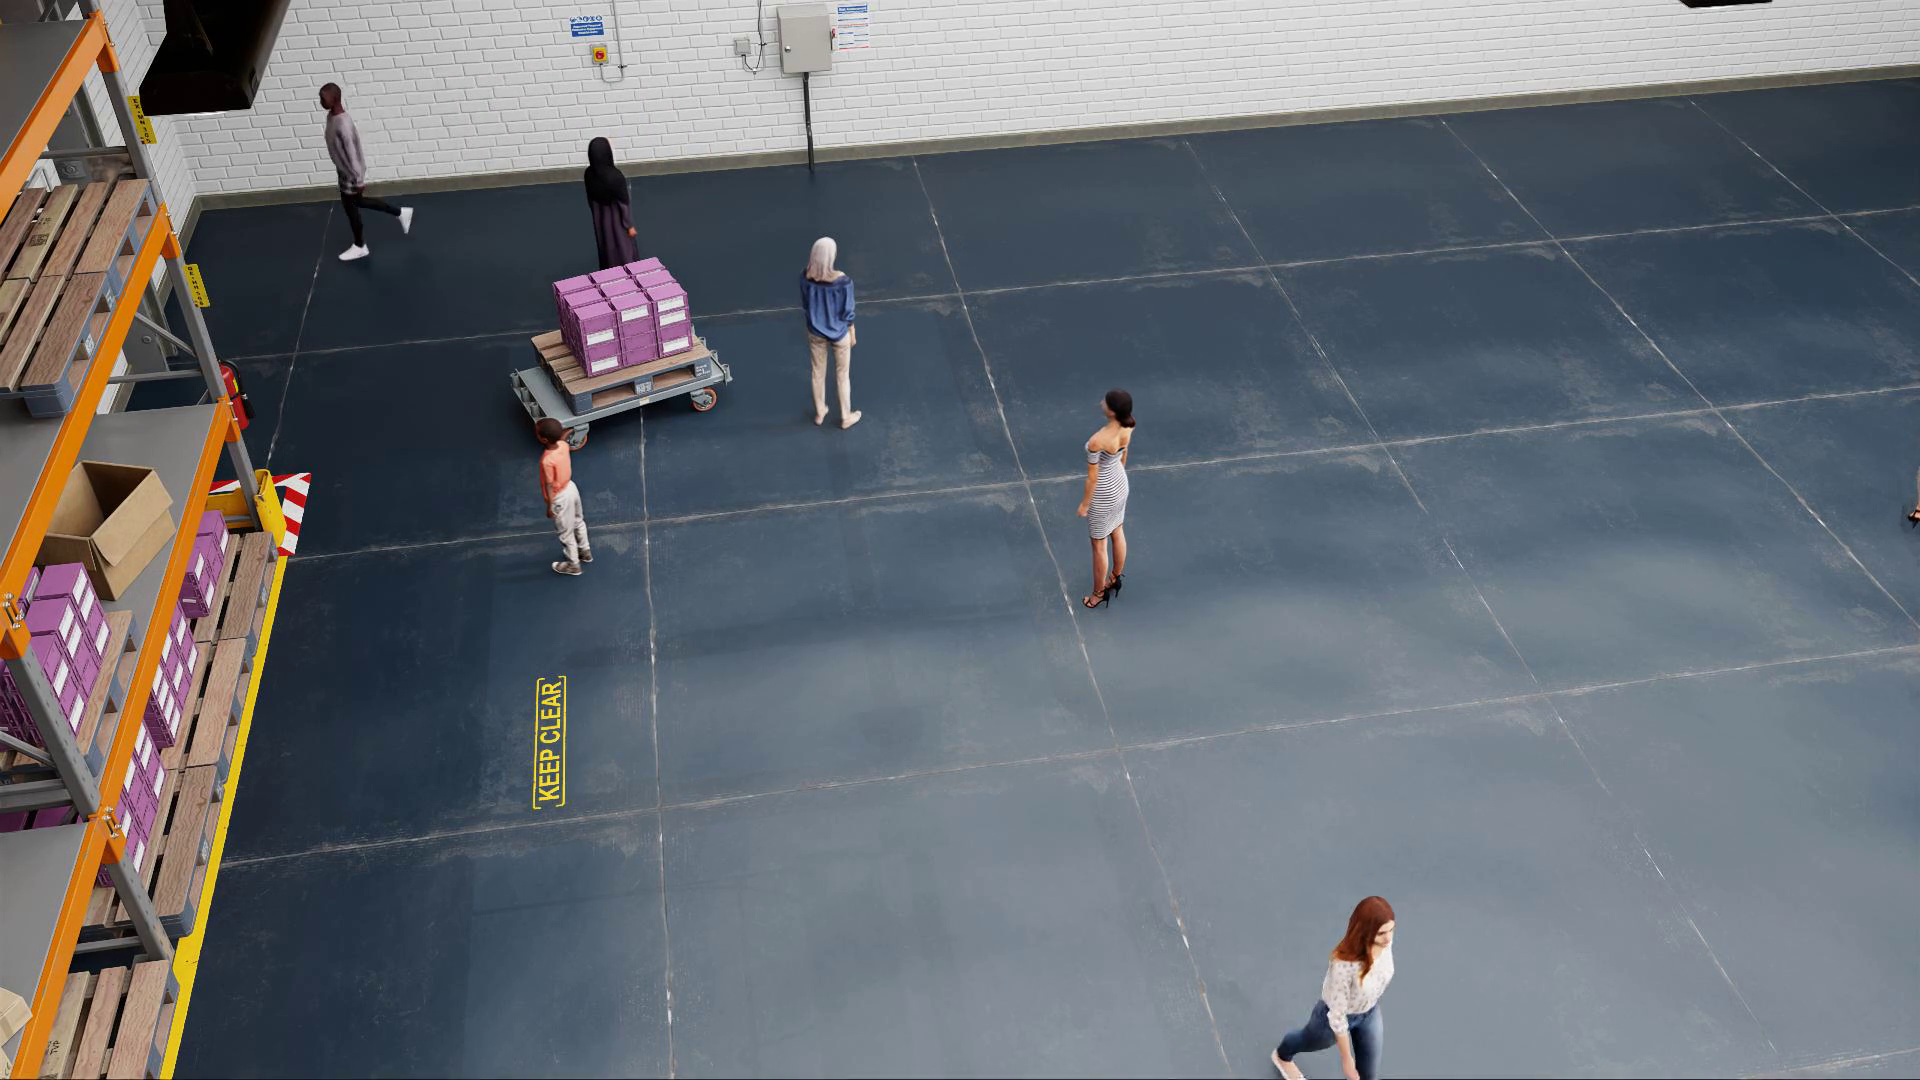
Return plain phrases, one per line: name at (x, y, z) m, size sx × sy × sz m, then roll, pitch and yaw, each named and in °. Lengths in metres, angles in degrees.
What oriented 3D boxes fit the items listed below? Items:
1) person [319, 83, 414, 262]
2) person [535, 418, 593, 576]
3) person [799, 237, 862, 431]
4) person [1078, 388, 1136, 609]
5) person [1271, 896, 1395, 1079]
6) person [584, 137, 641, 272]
person at (-5.635, -3.478, 15.641) m, size 0.942 × 1.751 × 1.055 m, roll -20°, pitch 43°, yaw -23°
person at (-2.873, -0.323, 12.045) m, size 0.605 × 1.310 × 0.516 m, roll 10°, pitch 40°, yaw 12°
person at (-1.058, -1.668, 13.418) m, size 0.704 × 1.697 × 0.712 m, roll 11°, pitch 40°, yaw 13°
person at (1.037, -0.288, 11.591) m, size 0.709 × 1.821 × 0.671 m, roll 29°, pitch 47°, yaw 31°
person at (1.884, 2.341, 8.406) m, size 0.856 × 1.687 × 1.180 m, roll -20°, pitch 43°, yaw -23°
person at (-3.140, -2.882, 15.005) m, size 0.713 × 1.613 × 0.767 m, roll 22°, pitch 43°, yaw 25°
